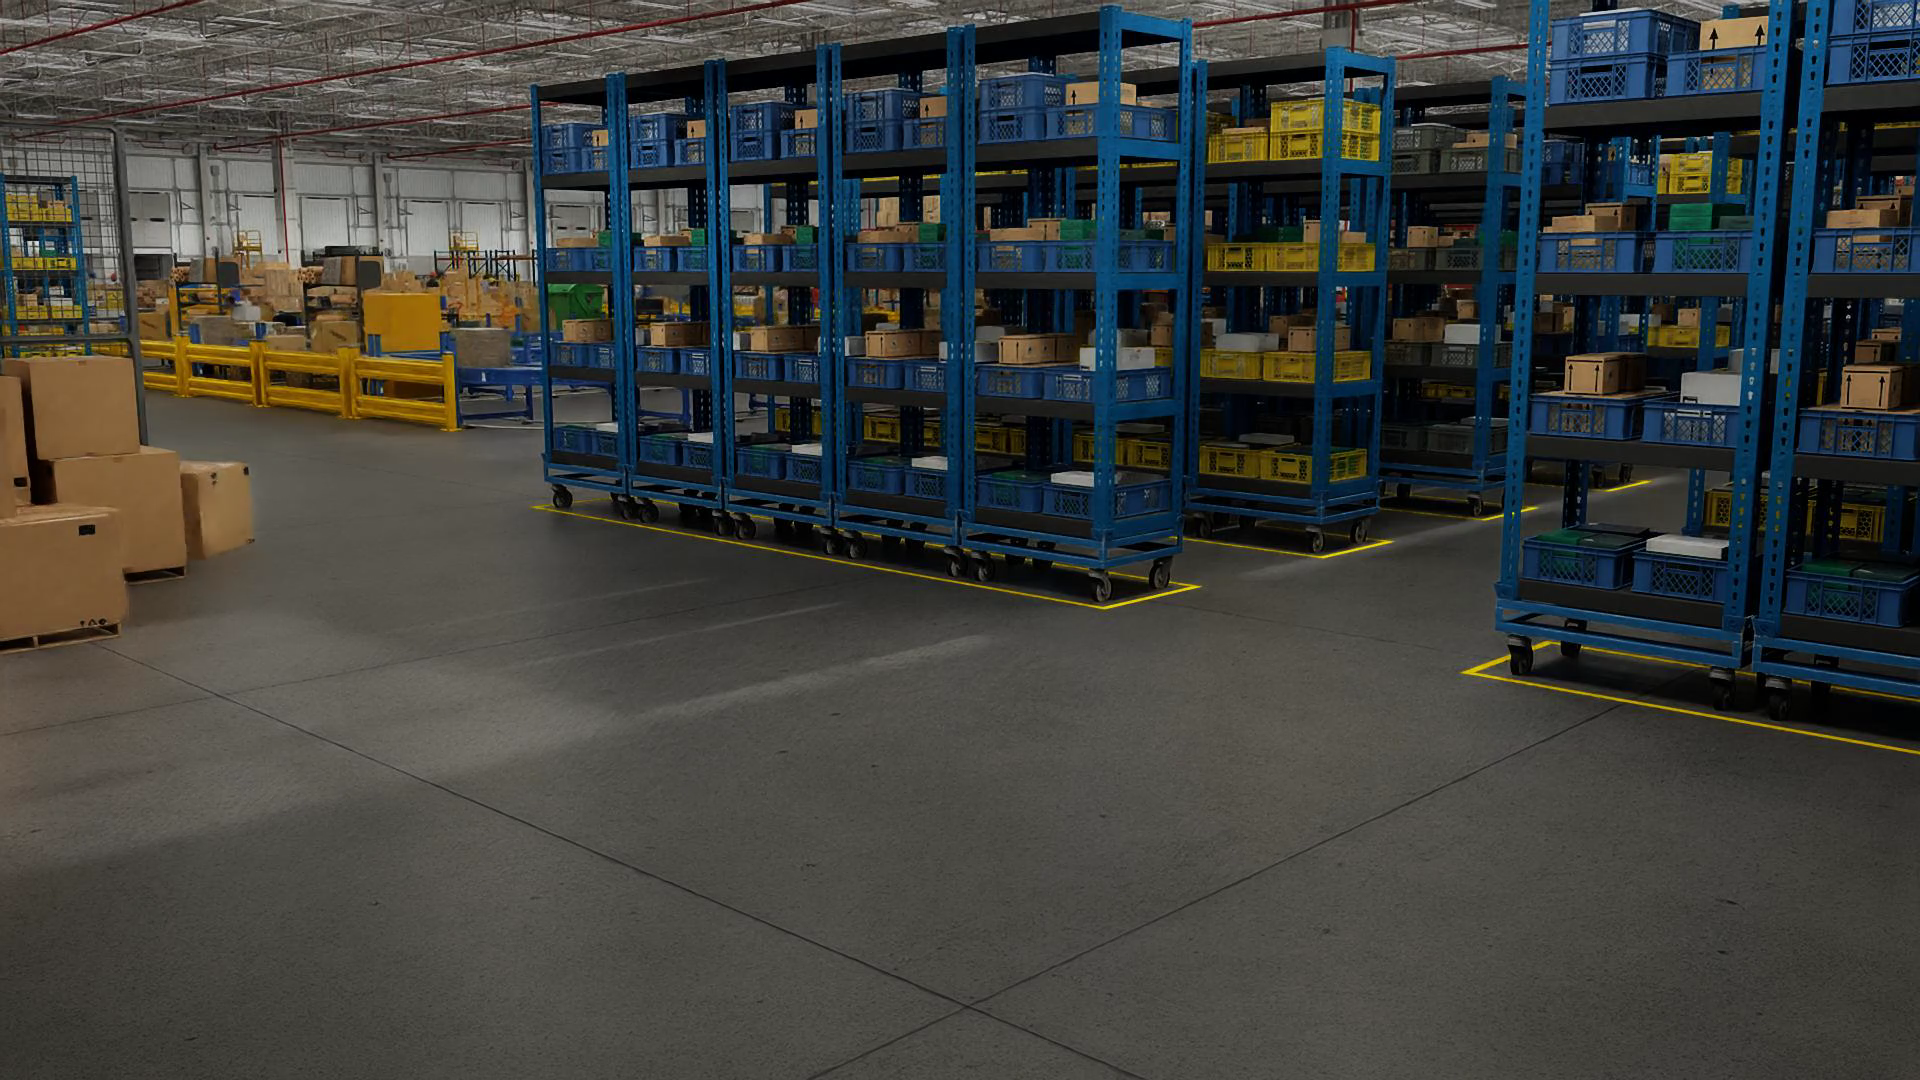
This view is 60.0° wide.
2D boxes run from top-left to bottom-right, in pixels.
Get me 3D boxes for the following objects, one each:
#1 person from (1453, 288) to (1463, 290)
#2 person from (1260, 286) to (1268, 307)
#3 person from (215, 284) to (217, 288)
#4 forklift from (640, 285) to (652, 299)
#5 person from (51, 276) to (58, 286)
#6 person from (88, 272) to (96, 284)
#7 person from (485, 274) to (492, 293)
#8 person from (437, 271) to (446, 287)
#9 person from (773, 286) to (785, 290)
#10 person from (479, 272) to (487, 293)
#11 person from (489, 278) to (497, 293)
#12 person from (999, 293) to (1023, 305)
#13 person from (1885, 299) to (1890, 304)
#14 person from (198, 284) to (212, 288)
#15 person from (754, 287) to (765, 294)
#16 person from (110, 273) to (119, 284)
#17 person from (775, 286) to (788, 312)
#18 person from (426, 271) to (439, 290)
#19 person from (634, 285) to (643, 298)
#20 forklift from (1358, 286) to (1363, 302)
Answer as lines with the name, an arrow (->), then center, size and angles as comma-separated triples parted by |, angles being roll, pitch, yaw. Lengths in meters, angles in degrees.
person -> 19.156, -9.405, 64.356 | 0.620, 1.995, 1.079 | 5, 10, 26
person -> 10.292, -7.895, 56.209 | 0.502, 1.614, 0.653 | 7, 12, 37
person -> -37.260, -12.438, 83.849 | 0.500, 1.692, 0.953 | -2, 9, -11
forklift -> -15.844, -13.196, 84.850 | 1.873, 2.768, 1.129 | 9, 13, 43
person -> -38.325, -10.408, 70.640 | 0.628, 1.940, 0.373 | -2, 10, -13
person -> -41.463, -11.852, 79.529 | 0.447, 1.946, 0.613 | -6, 11, -32
person -> -21.331, -11.073, 75.002 | 0.531, 1.833, 0.897 | 8, 12, 39
person -> -20.159, -9.558, 65.117 | 0.995, 2.000, 0.708 | -3, 10, -20
person -> -7.586, -10.182, 69.275 | 0.631, 1.923, 0.941 | -2, 9, -10
person -> -23.956, -12.523, 83.743 | 0.614, 1.902, 0.751 | -4, 10, -23
person -> -16.665, -8.488, 59.426 | 0.332, 1.760, 0.527 | -1, 9, -3
person -> 0.610, -2.254, 21.001 | 0.403, 1.823, 0.586 | 1, 9, 8
person -> 22.890, -5.569, 41.072 | 0.469, 1.915, 0.566 | 8, 12, 40
person -> -37.239, -12.228, 82.097 | 0.622, 1.845, 0.429 | -2, 10, -14
person -> -9.217, -11.224, 76.014 | 0.531, 1.819, 0.974 | 5, 10, 27
person -> -33.482, -9.600, 65.726 | 0.635, 1.912, 0.563 | -5, 11, -28
person -> -4.936, -6.263, 45.851 | 0.546, 1.729, 0.822 | -8, 12, -40
person -> -18.742, -8.583, 59.282 | 0.612, 1.993, 0.382 | 5, 11, 28
person -> -14.789, -11.282, 76.104 | 0.630, 1.899, 0.519 | 8, 12, 41
forklift -> 11.100, -7.017, 46.970 | 1.873, 2.768, 1.129 | 9, 13, 43
